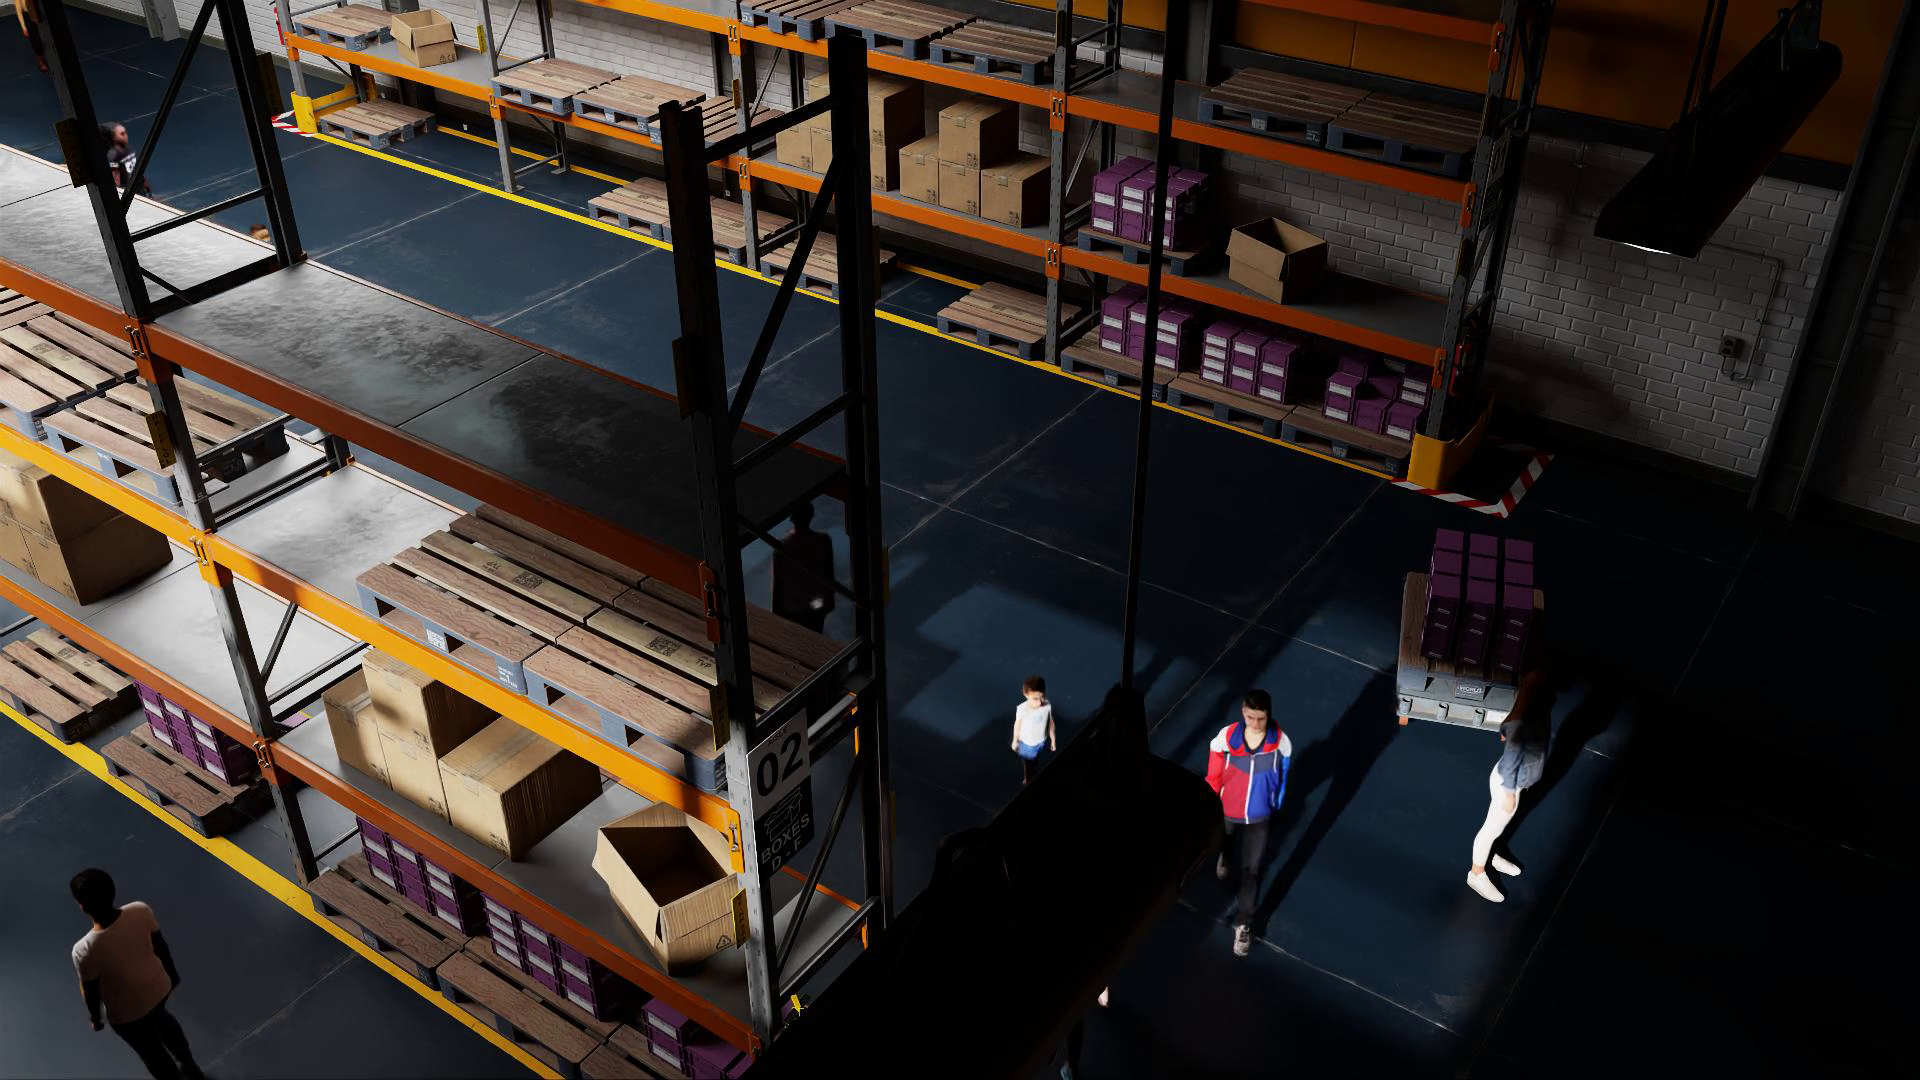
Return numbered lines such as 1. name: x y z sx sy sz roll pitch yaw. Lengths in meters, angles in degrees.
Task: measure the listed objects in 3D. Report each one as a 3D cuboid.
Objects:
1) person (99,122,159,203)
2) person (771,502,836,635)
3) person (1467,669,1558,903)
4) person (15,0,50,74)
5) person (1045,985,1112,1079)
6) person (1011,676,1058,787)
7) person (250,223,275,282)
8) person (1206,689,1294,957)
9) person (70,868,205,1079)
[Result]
1. person: -9.185 -3.753 18.321 0.811 1.721 0.769 0 34 0
2. person: -1.112 0.489 11.920 0.858 1.743 0.951 -13 36 -19
3. person: 3.460 1.493 10.446 0.524 1.702 0.620 24 40 31
4. person: -13.250 -7.380 23.874 0.861 1.616 1.134 -23 40 -31
5. person: 0.530 2.360 9.092 0.833 1.758 0.904 1 34 1
6. person: 0.480 1.315 11.339 0.577 1.011 0.654 -12 36 -18
7. person: -6.923 -2.493 16.676 0.882 1.444 0.612 25 41 32
8. person: 1.753 1.590 10.293 1.207 1.711 1.033 6 34 9
9. person: -4.394 2.472 8.965 0.639 1.711 0.673 14 36 19
